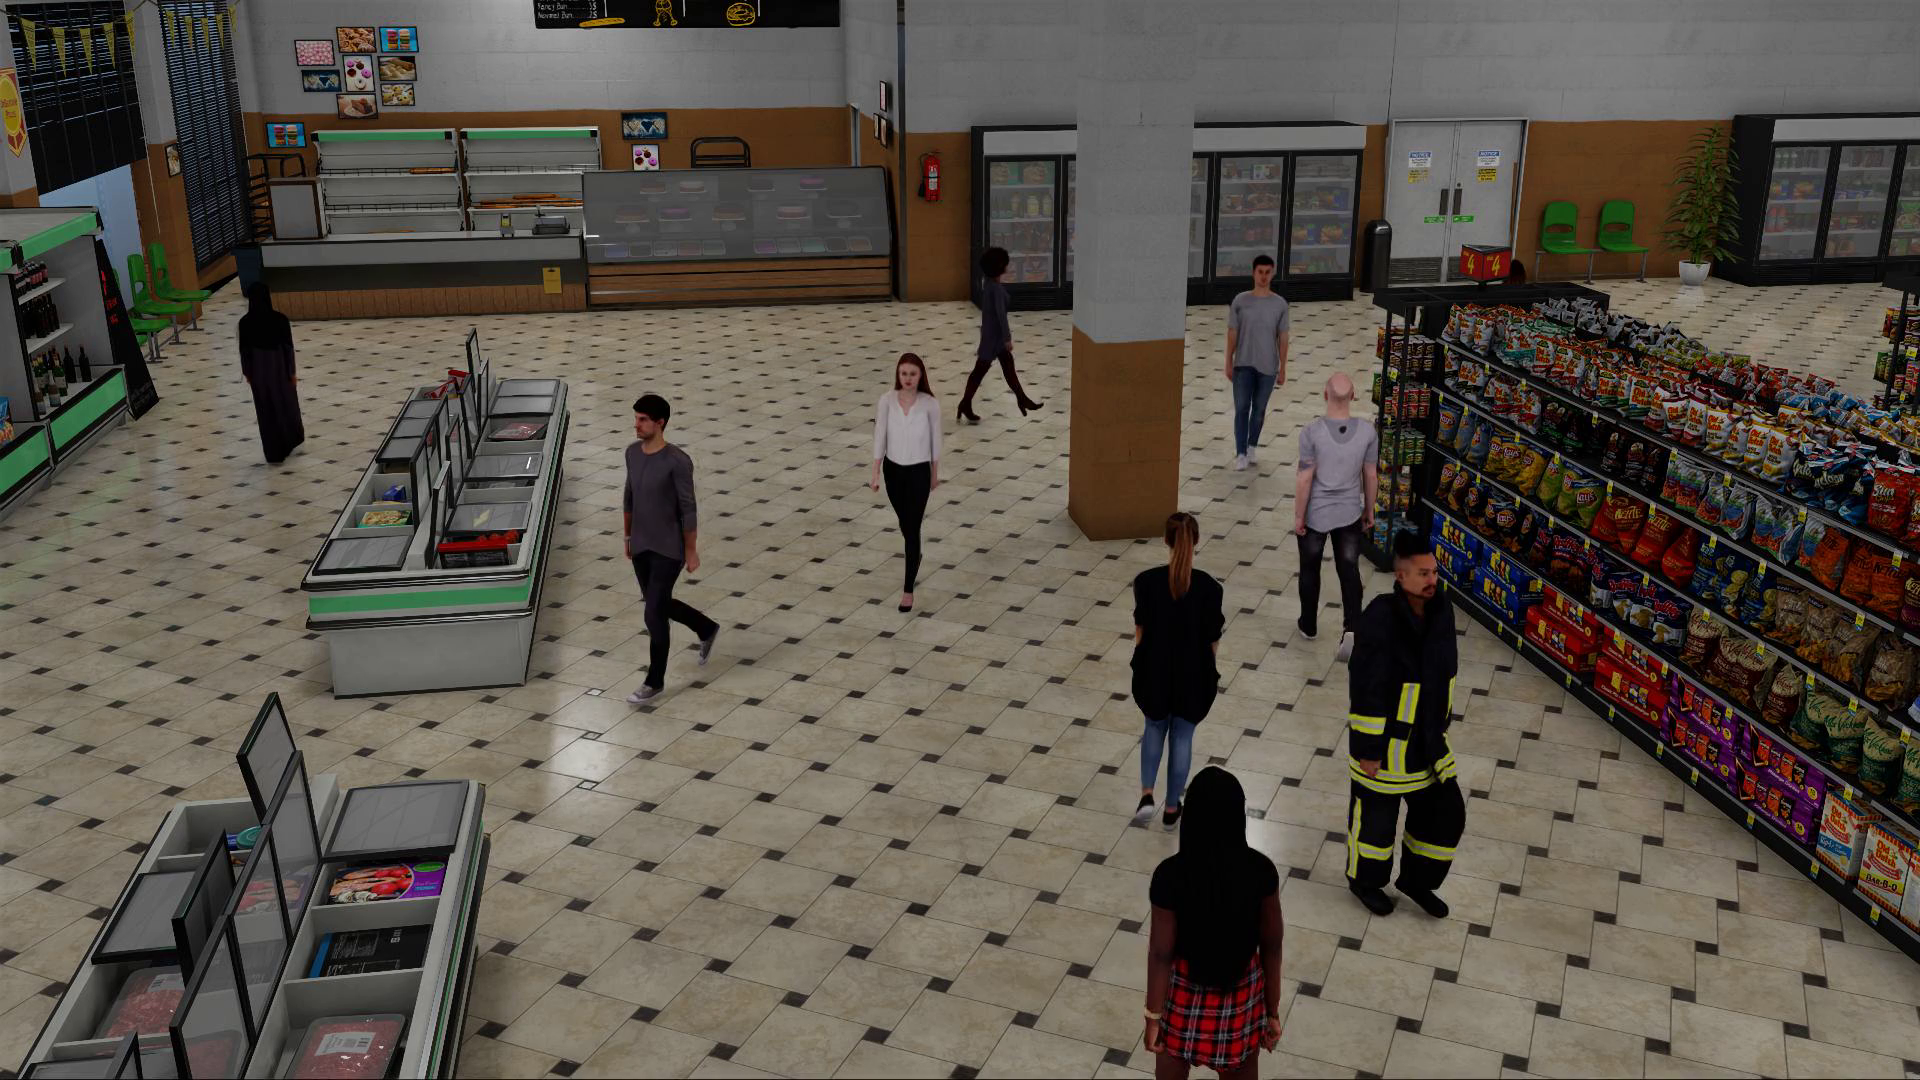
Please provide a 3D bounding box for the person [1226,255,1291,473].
[{"bbox_3d":[2.586,-1.560,14.597,0.828,1.863,1.046,1,19,4],"label":"person"}]

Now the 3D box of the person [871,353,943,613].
[{"bbox_3d":[-0.352,-0.427,11.477,0.925,1.710,1.238,4,19,12],"label":"person"}]

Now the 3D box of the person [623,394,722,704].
[{"bbox_3d":[-1.733,0.021,9.975,1.129,1.820,1.154,14,23,36],"label":"person"}]

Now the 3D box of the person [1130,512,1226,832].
[{"bbox_3d":[1.047,0.701,8.191,0.798,1.673,0.876,6,20,17],"label":"person"}]

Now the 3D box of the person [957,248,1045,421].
[{"bbox_3d":[0.240,-1.929,15.998,0.683,1.669,1.022,-2,19,-7],"label":"person"}]

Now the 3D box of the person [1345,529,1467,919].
[{"bbox_3d":[1.965,0.812,7.583,0.872,1.852,0.841,-9,20,-24],"label":"person"}]

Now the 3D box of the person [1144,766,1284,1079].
[{"bbox_3d":[0.842,1.611,5.453,0.619,1.697,1.009,-4,19,-13],"label":"person"}]

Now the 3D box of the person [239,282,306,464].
[{"bbox_3d":[-6.131,-1.471,14.739,0.683,1.605,1.022,-5,19,-15],"label":"person"}]

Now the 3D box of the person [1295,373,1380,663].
[{"bbox_3d":[2.343,-0.120,10.412,0.817,1.811,1.195,0,19,0],"label":"person"}]
